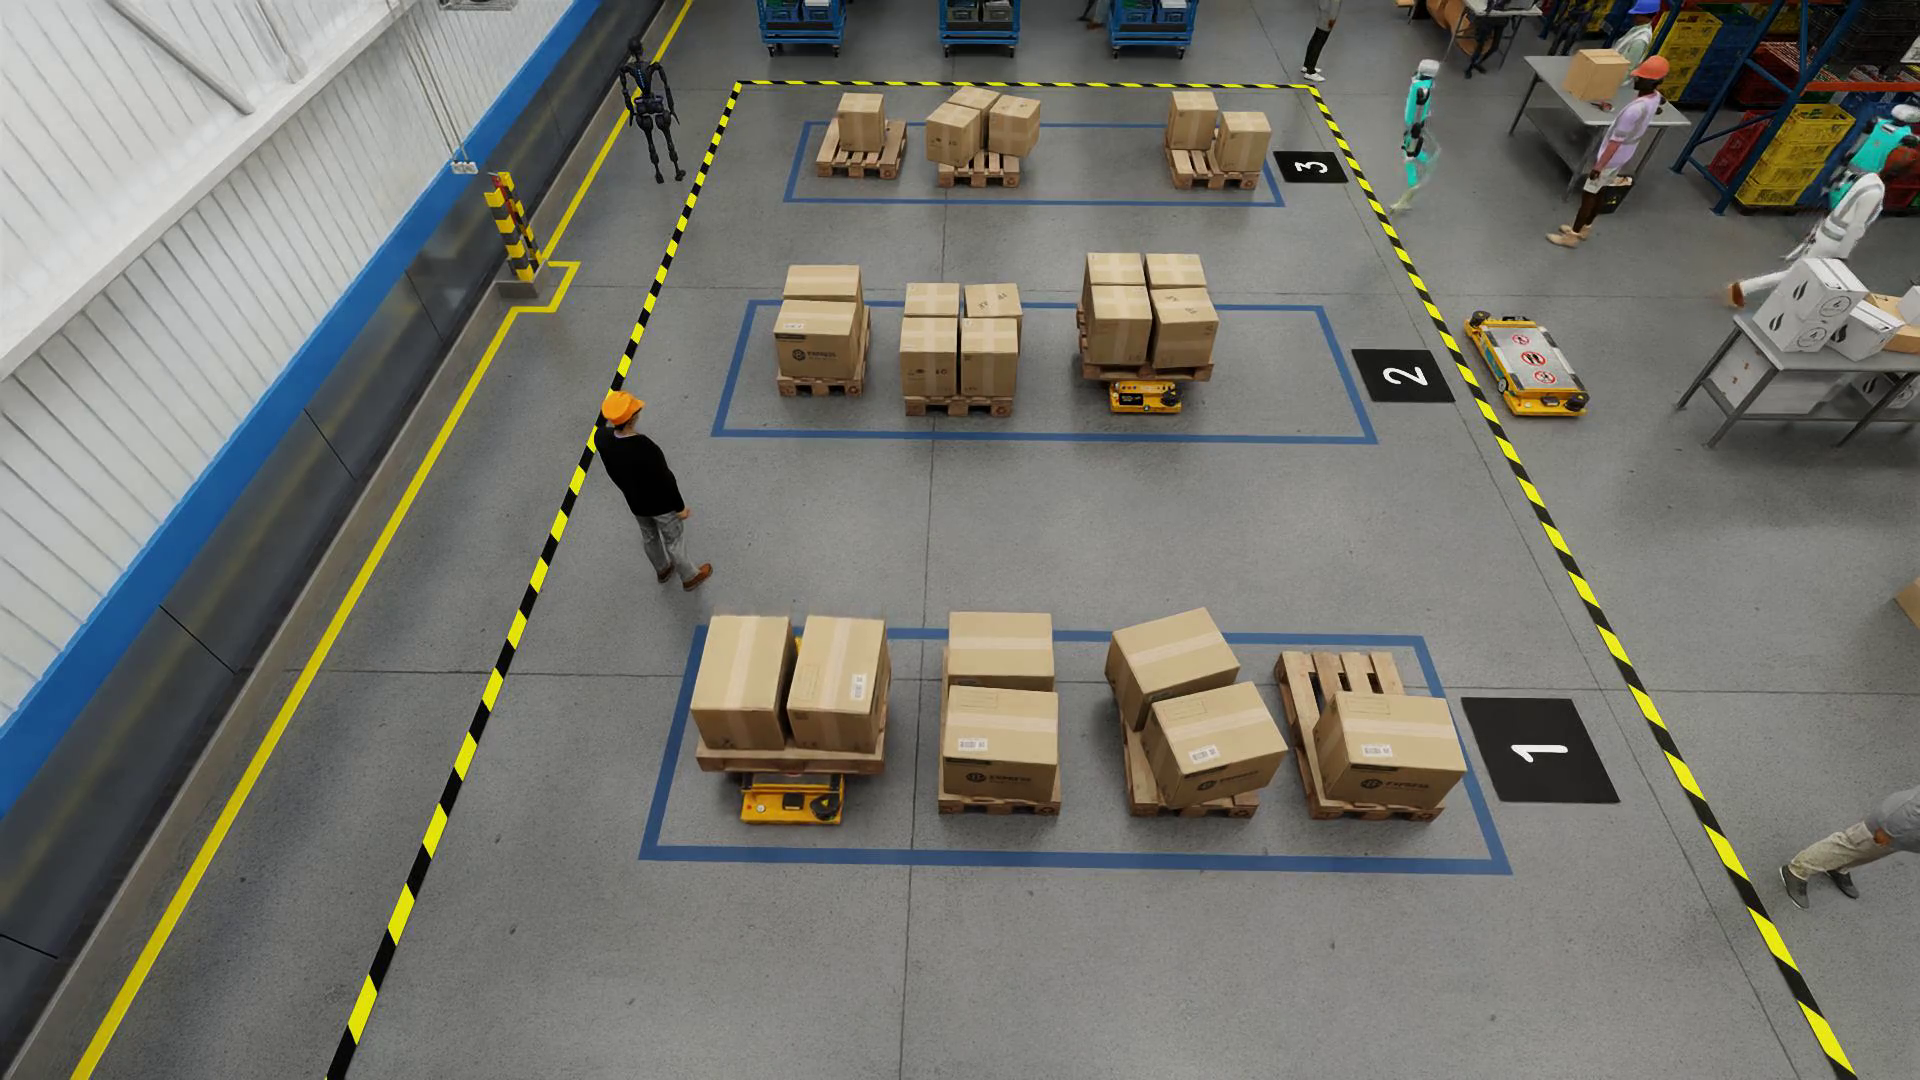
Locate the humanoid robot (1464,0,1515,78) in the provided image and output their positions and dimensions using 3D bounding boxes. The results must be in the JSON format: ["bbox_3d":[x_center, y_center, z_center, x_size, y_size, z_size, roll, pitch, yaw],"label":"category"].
[{"bbox_3d":[7.657,-7.465,13.061,0.603,1.635,0.408,-15,51,-13],"label":"humanoid robot"}]

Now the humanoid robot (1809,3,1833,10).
[{"bbox_3d":[12.727,-8.136,13.634,0.315,1.657,0.599,-25,54,-20],"label":"humanoid robot"}]

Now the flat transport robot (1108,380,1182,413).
[{"bbox_3d":[1.773,-1.807,9.079,0.652,0.197,1.431,1,49,1],"label":"flat transport robot"}]

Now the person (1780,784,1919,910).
[{"bbox_3d":[5.417,1.578,5.175,0.563,1.769,0.396,-7,49,-6],"label":"person"}]

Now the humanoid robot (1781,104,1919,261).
[{"bbox_3d":[9.811,-3.802,9.868,0.938,1.781,0.542,-12,50,-10],"label":"humanoid robot"}]

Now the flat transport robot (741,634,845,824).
[{"bbox_3d":[-1.097,1.267,6.418,0.652,0.197,1.431,1,49,1],"label":"flat transport robot"}]

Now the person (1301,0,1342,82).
[{"bbox_3d":[5.287,-7.542,13.014,0.394,1.849,0.596,5,49,4],"label":"person"}]

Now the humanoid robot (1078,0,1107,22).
[{"bbox_3d":[2.247,-9.117,14.510,0.639,1.634,0.585,-1,49,0],"label":"humanoid robot"}]

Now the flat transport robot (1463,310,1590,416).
[{"bbox_3d":[5.573,-1.757,9.054,0.659,0.231,1.431,1,49,1],"label":"flat transport robot"}]

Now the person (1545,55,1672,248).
[{"bbox_3d":[7.087,-4.200,10.003,0.607,2.034,0.395,-34,57,-26],"label":"person"}]

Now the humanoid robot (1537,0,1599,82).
[{"bbox_3d":[8.726,-7.343,12.968,0.491,1.630,0.611,-10,50,-8],"label":"humanoid robot"}]

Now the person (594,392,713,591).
[{"bbox_3d":[-2.267,-0.321,6.745,0.584,1.883,0.375,19,52,16],"label":"person"}]

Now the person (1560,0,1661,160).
[{"bbox_3d":[8.080,-5.684,11.348,0.396,1.940,0.603,19,52,16],"label":"person"}]

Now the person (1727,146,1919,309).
[{"bbox_3d":[8.593,-3.003,9.089,0.878,1.855,0.566,32,56,24],"label":"person"}]

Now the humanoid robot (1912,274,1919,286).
[{"bbox_3d":[10.570,-3.351,9.396,0.533,1.694,0.731,5,49,4],"label":"humanoid robot"}]

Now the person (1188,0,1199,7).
[{"bbox_3d":[3.814,-9.655,14.769,0.611,1.963,0.362,-26,54,-21],"label":"person"}]

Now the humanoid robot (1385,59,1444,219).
[{"bbox_3d":[5.314,-4.495,10.504,0.787,1.840,0.540,9,50,8],"label":"humanoid robot"}]

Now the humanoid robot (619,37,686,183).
[{"bbox_3d":[-3.733,-5.173,11.071,0.599,1.655,0.315,-7,49,-6],"label":"humanoid robot"}]

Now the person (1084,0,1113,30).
[{"bbox_3d":[2.258,-8.916,14.154,0.460,1.924,0.639,-5,49,-4],"label":"person"}]
